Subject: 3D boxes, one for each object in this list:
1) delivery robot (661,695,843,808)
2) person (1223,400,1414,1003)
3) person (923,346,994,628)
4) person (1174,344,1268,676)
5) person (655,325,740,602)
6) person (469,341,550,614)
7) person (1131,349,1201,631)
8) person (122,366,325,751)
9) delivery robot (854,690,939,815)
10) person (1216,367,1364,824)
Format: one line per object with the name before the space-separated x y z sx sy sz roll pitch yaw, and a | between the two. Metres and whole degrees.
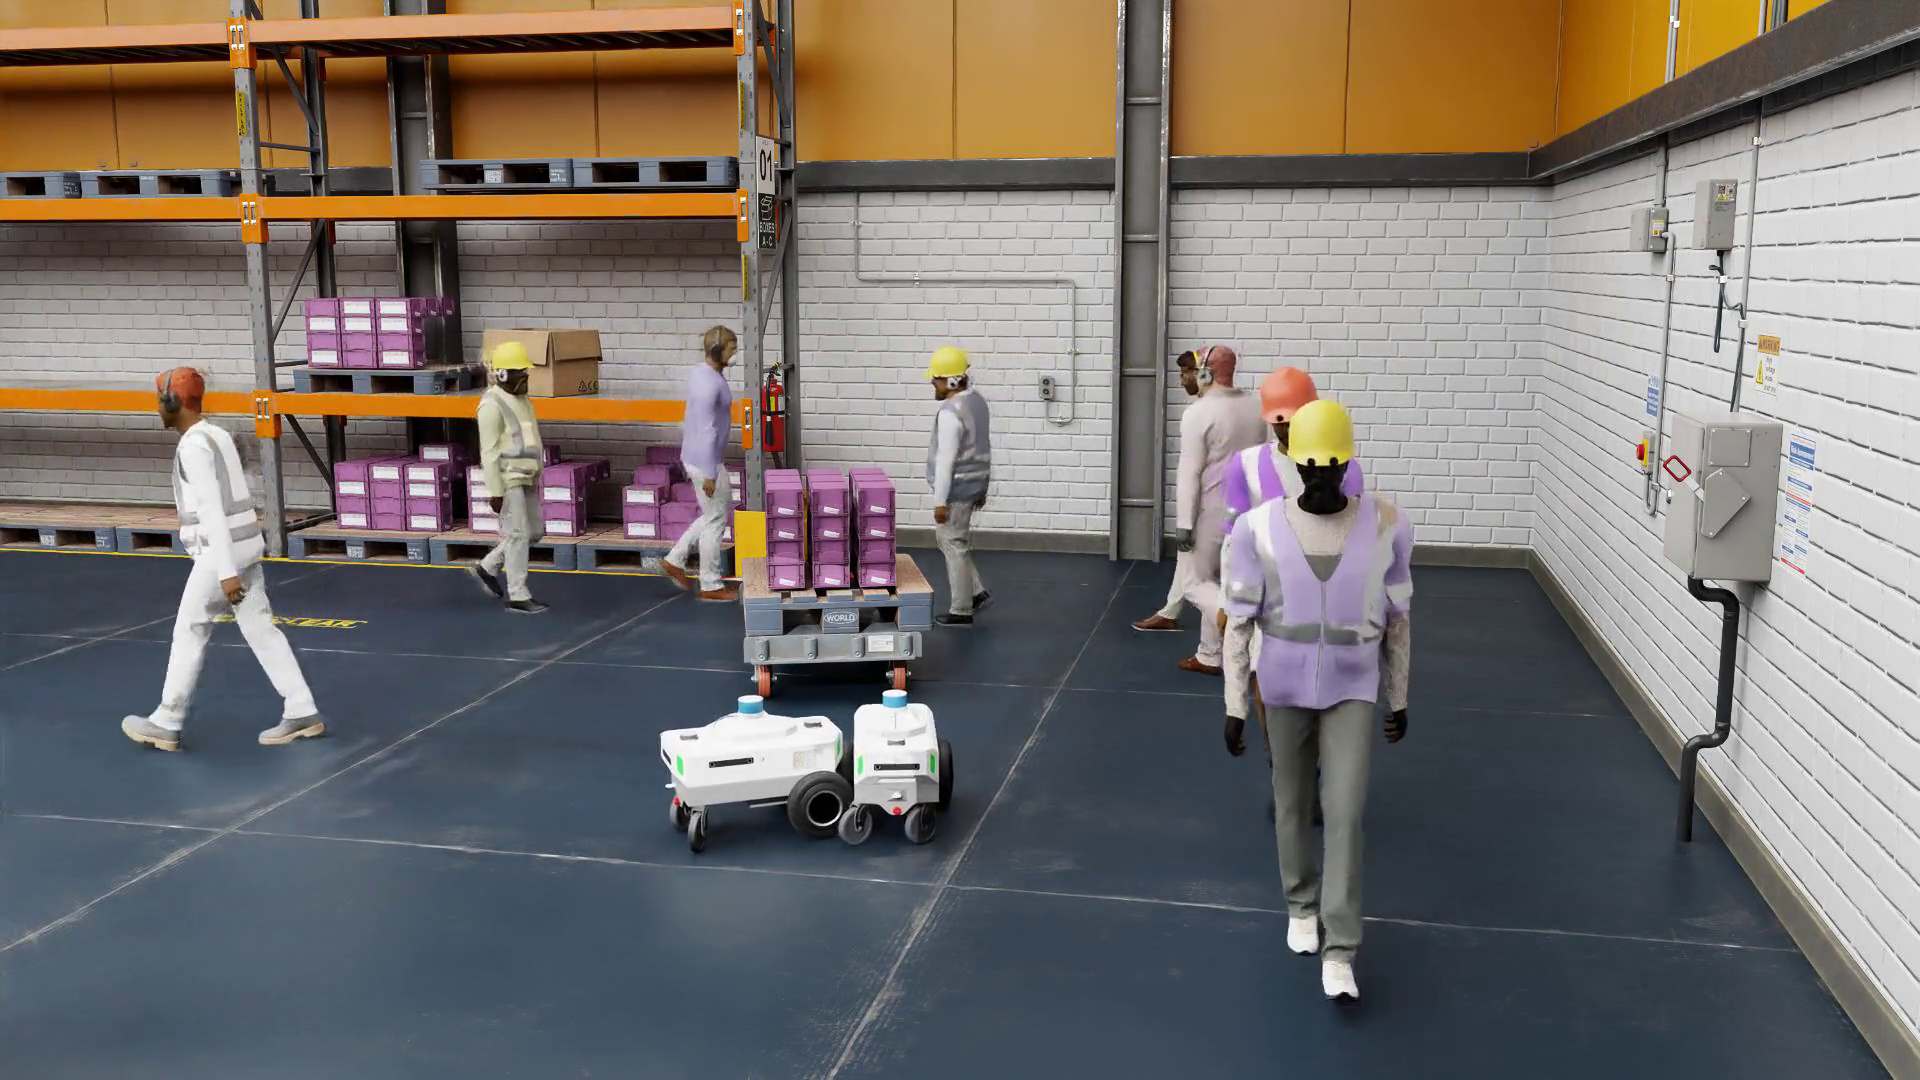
delivery robot | -0.852 0.879 6.794 0.707 0.478 0.477 -3 10 -20
person | 1.138 0.506 5.312 0.597 1.882 0.930 2 10 11
person | -0.029 -0.322 10.536 0.432 1.808 0.609 4 10 22
person | 1.466 -0.133 9.172 0.658 1.885 0.648 -9 13 -43
person | -1.759 -0.512 11.381 0.544 1.917 0.672 -1 10 -9
person | -3.012 -0.409 11.045 0.509 1.816 0.610 1 10 8
person | 1.598 -0.284 10.335 0.963 1.818 0.561 2 10 12
person | -3.576 0.096 7.928 0.975 1.829 0.616 -1 10 -8
delivery robot | -0.269 0.865 6.882 0.477 0.478 0.707 0 9 -3
person | 1.395 0.244 6.823 0.682 1.906 0.519 1 10 9
